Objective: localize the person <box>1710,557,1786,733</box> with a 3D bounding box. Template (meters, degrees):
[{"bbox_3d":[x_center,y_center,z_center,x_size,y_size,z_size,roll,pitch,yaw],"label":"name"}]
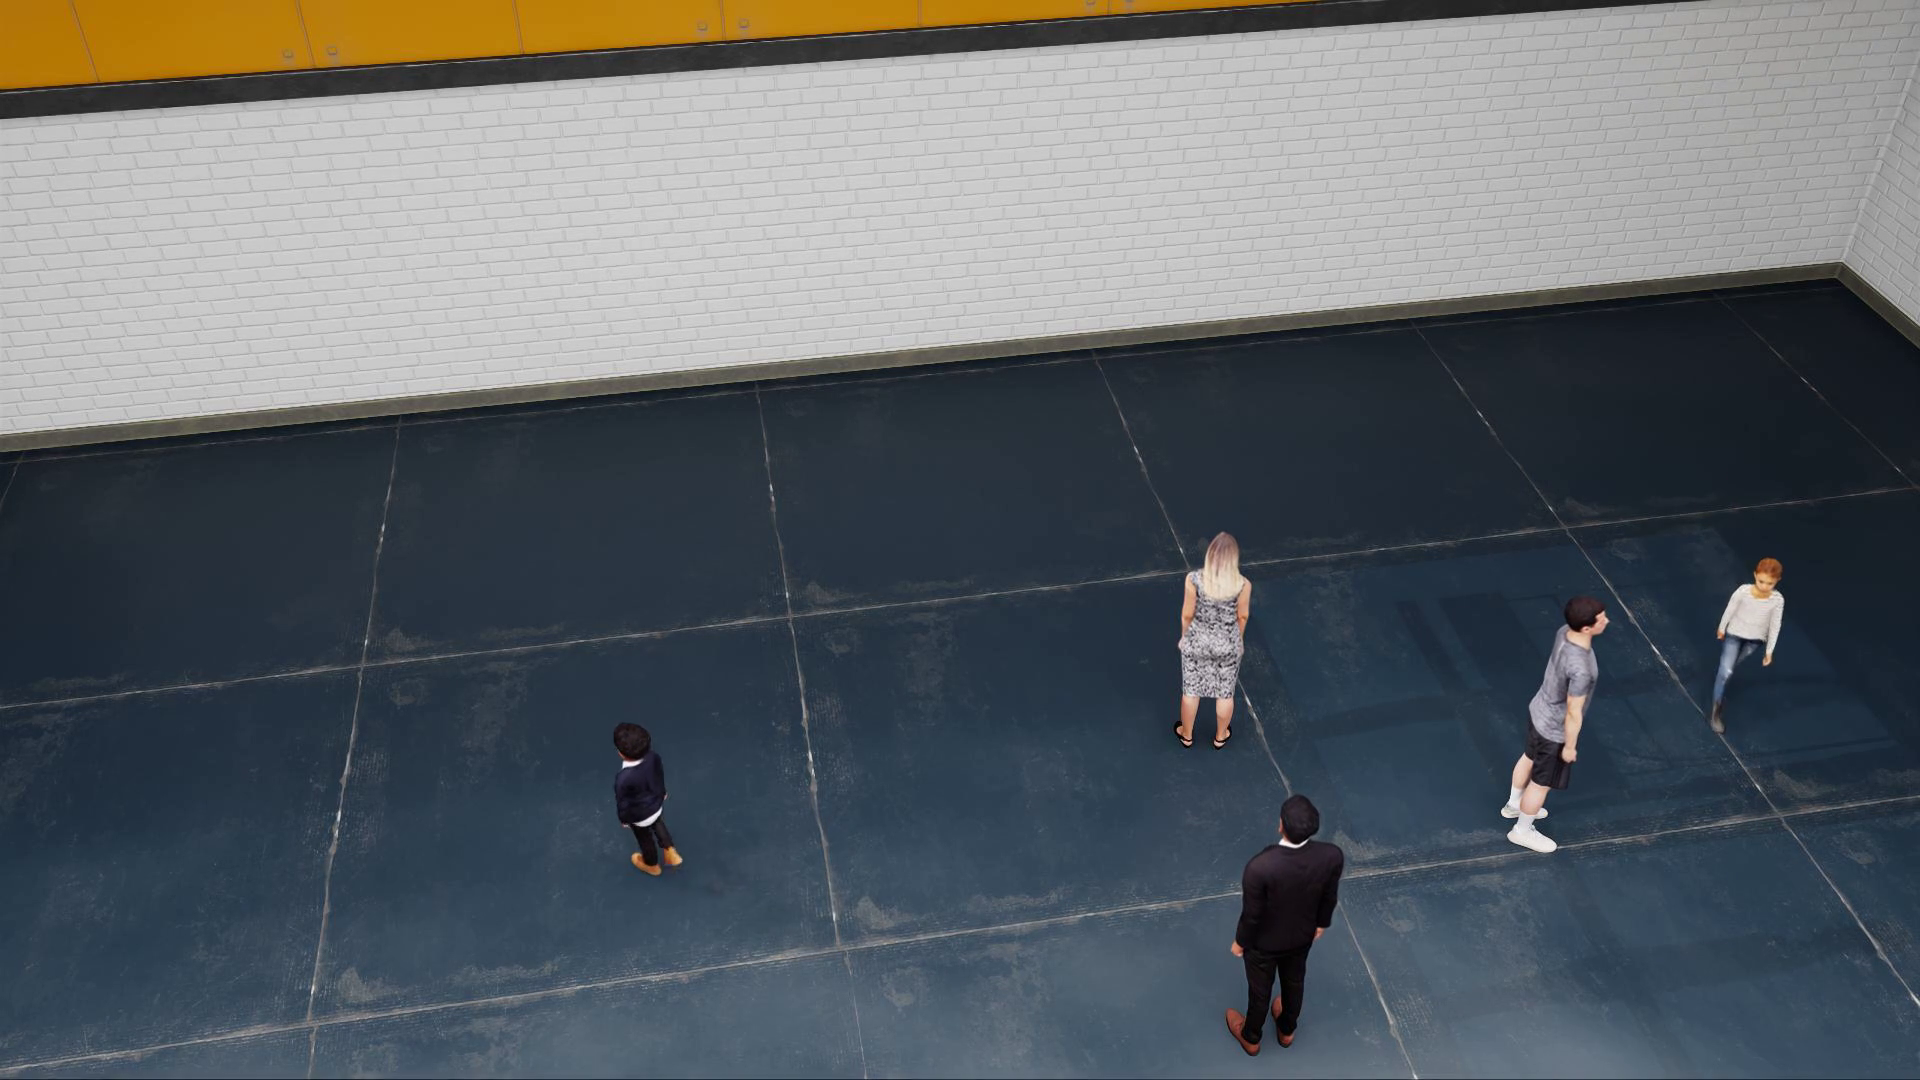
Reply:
[{"bbox_3d":[5.173,0.594,10.961,0.711,1.287,0.949,9,39,11],"label":"person"}]

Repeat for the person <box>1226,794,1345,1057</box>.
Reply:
[{"bbox_3d":[1.679,2.031,8.685,0.703,1.883,0.555,-8,39,-10],"label":"person"}]

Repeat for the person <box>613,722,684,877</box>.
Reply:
[{"bbox_3d":[-1.829,1.559,9.808,0.703,1.220,0.643,24,45,27],"label":"person"}]

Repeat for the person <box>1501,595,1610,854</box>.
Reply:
[{"bbox_3d":[3.535,1.064,9.905,0.780,1.871,0.607,5,39,6],"label":"person"}]

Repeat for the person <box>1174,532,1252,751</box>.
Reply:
[{"bbox_3d":[1.590,0.667,10.537,0.628,1.704,0.608,6,39,8],"label":"person"}]
